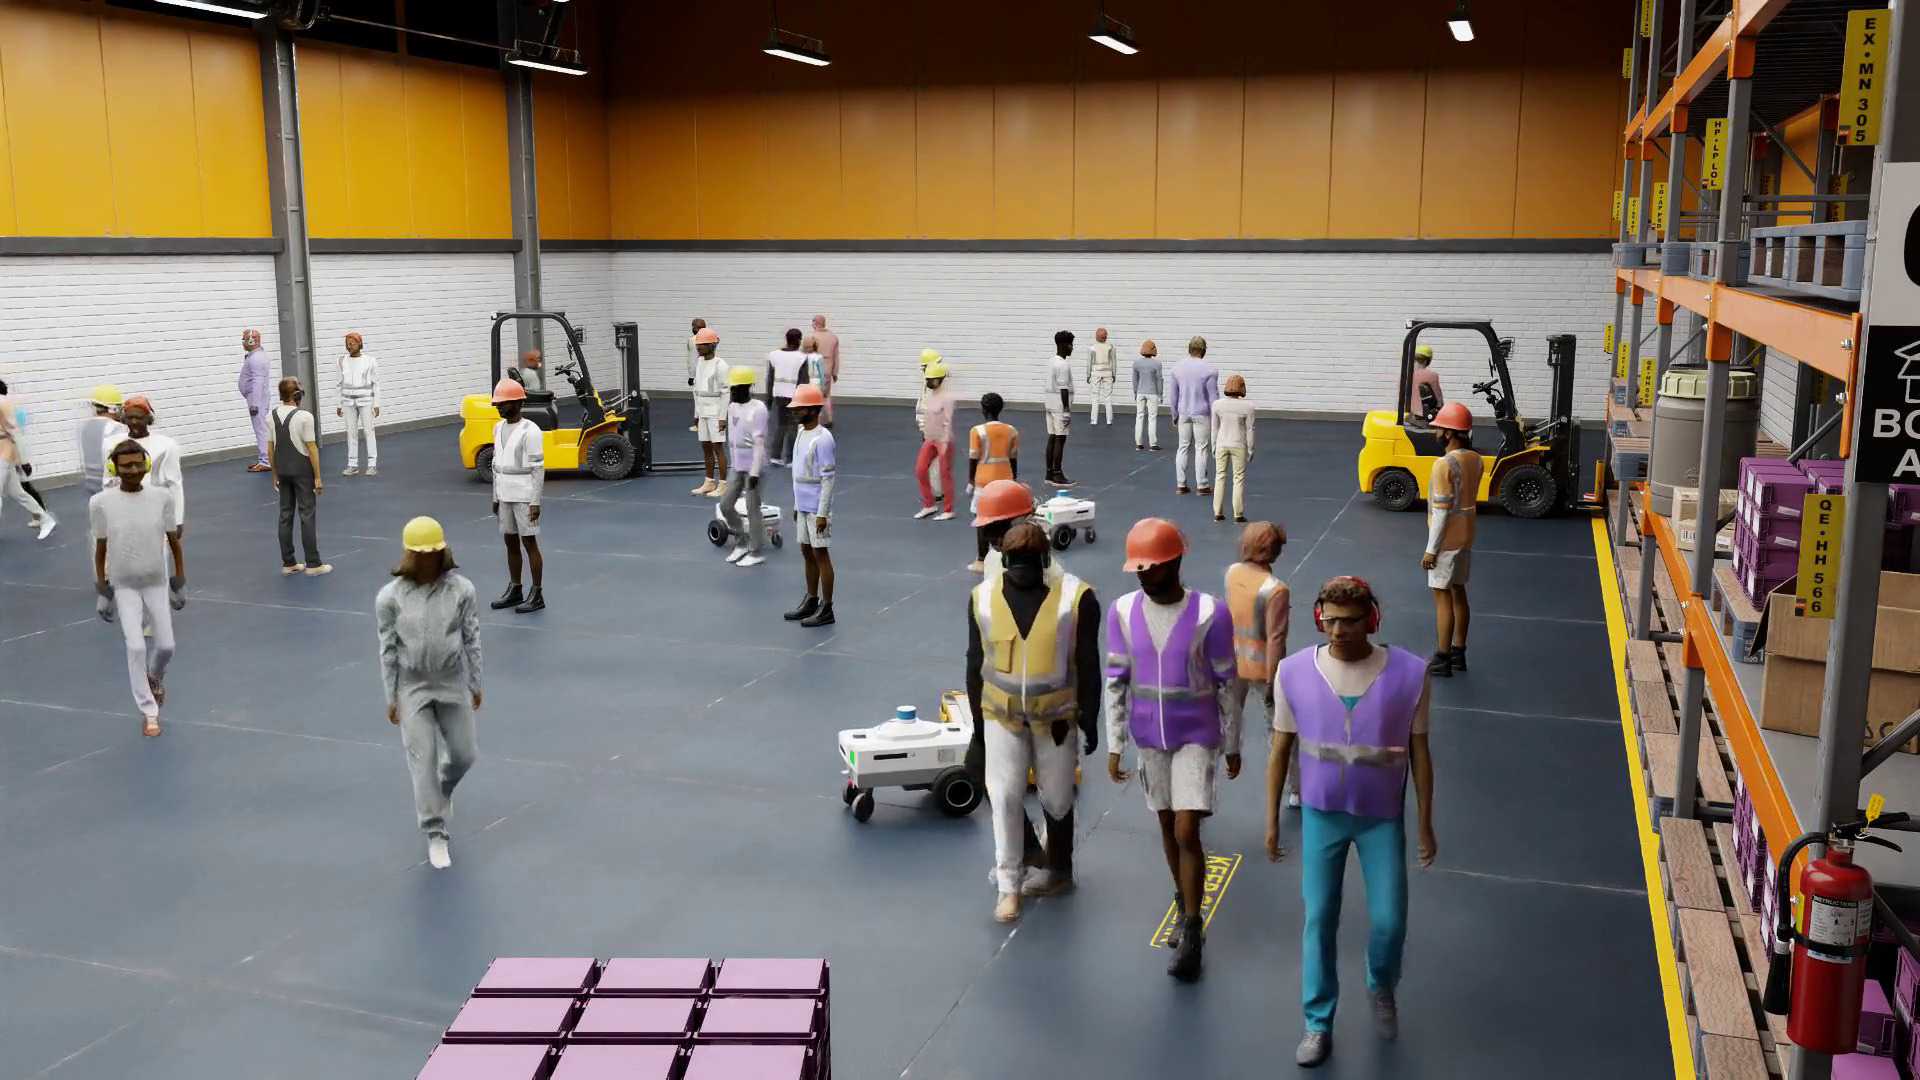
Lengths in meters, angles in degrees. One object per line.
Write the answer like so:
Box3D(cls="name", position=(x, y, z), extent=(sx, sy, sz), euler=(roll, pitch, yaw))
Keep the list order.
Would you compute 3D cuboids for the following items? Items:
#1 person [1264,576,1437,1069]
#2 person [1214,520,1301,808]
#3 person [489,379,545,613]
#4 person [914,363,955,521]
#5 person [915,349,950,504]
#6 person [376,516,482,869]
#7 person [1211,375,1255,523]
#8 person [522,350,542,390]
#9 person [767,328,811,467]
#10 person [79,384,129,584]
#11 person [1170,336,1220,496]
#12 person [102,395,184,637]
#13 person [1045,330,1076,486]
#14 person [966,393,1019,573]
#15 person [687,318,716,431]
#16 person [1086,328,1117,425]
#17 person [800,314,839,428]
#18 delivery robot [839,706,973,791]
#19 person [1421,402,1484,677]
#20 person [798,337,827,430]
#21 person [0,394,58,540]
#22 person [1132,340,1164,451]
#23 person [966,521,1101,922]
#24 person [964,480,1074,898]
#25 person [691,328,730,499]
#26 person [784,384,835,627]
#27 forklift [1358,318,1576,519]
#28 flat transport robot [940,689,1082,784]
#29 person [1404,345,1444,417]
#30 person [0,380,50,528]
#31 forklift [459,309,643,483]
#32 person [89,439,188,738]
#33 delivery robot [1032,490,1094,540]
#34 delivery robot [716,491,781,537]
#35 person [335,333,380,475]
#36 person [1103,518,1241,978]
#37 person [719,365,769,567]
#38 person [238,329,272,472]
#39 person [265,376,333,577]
Box3D(cls="person", position=(1.450, 1.032, 6.184), extent=(0.631, 1.832, 0.473), euler=(3, 11, 18))
Box3D(cls="person", position=(1.551, 0.680, 8.839), extent=(0.863, 1.595, 0.515), euler=(-6, 12, -31))
Box3D(cls="person", position=(-3.684, -0.365, 13.763), extent=(0.551, 1.936, 0.357), euler=(7, 12, 34))
Box3D(cls="person", position=(-0.283, -1.063, 18.242), extent=(0.523, 1.751, 0.526), euler=(-9, 14, -43))
Box3D(cls="person", position=(-0.320, -1.330, 19.527), extent=(0.403, 1.823, 0.586), euler=(2, 10, 13))
Box3D(cls="person", position=(-2.627, 0.719, 8.258), extent=(0.489, 1.726, 0.585), euler=(-6, 12, -29))
Box3D(cls="person", position=(2.981, -0.995, 18.197), extent=(0.493, 1.624, 0.280), euler=(5, 11, 25))
Box3D(cls="person", position=(-5.877, -1.804, 22.810), extent=(0.390, 1.611, 0.508), euler=(-4, 11, -21))
Box3D(cls="person", position=(-2.348, -1.923, 22.702), extent=(0.672, 1.896, 0.402), euler=(5, 11, 26))
Box3D(cls="person", position=(-7.403, -0.471, 14.705), extent=(0.627, 1.810, 0.641), euler=(6, 11, 28))
Box3D(cls="person", position=(2.845, -1.502, 20.168), extent=(0.635, 1.937, 0.353), euler=(7, 12, 33))
Box3D(cls="person", position=(-6.325, -0.181, 12.892), extent=(0.614, 1.876, 0.398), euler=(-1, 10, -7))
Box3D(cls="person", position=(1.264, -1.666, 21.015), extent=(0.364, 1.962, 0.611), euler=(-3, 10, -15))
Box3D(cls="person", position=(0.295, -0.521, 15.378), extent=(0.544, 1.678, 0.367), euler=(-7, 12, -33))
Box3D(cls="person", position=(-4.237, -2.693, 27.148), extent=(0.428, 1.842, 0.631), euler=(5, 11, 28))
Box3D(cls="person", position=(2.379, -2.743, 27.994), extent=(0.514, 1.642, 0.310), euler=(0, 10, 0))
Box3D(cls="person", position=(-2.336, -2.753, 27.330), extent=(0.665, 1.897, 0.479), euler=(-8, 13, -37))
Box3D(cls="delivery robot", position=(-0.288, 1.135, 8.945), extent=(0.707, 0.478, 0.477), euler=(-2, 10, -14))
Box3D(cls="person", position=(3.438, -0.004, 11.721), extent=(0.347, 1.943, 0.545), euler=(9, 14, 42))
Box3D(cls="person", position=(-2.304, -2.309, 25.586), extent=(0.535, 1.620, 0.538), euler=(10, 14, 44))
Box3D(cls="person", position=(-9.655, -0.870, 16.834), extent=(0.643, 1.870, 0.966), euler=(7, 12, 35))
Box3D(cls="person", position=(2.782, -2.135, 24.582), extent=(0.502, 1.636, 0.280), euler=(7, 12, 35))
Box3D(cls="person", position=(0.348, 0.782, 7.668), extent=(0.642, 1.819, 0.709), euler=(2, 10, 12))
Box3D(cls="person", position=(0.304, 0.694, 7.736), extent=(0.536, 1.957, 0.738), euler=(-7, 12, -33))
Box3D(cls="person", position=(-3.015, -1.517, 19.958), extent=(0.378, 2.041, 0.616), euler=(-9, 14, -42))
Box3D(cls="person", position=(-1.196, -0.278, 13.277), extent=(0.361, 1.938, 0.545), euler=(-6, 12, -30))
Box3D(cls="forklift", position=(5.787, -1.437, 19.079), extent=(2.313, 2.155, 1.214), euler=(3, 11, 19))
Box3D(cls="flat transport robot", position=(0.275, 1.150, 9.926), extent=(0.652, 0.197, 1.431), euler=(-1, 10, -7))
Box3D(cls="person", position=(6.069, -1.657, 21.626), extent=(0.759, 1.738, 0.533), euler=(-6, 12, -32))
Box3D(cls="person", position=(-10.055, -0.899, 17.587), extent=(0.581, 1.647, 0.840), euler=(3, 11, 18))
Box3D(cls="forklift", position=(-5.354, -1.902, 21.697), extent=(2.313, 2.155, 1.214), euler=(-2, 10, -13))
Box3D(cls="person", position=(-5.142, 0.279, 10.414), extent=(0.525, 1.844, 0.635), euler=(-7, 12, -33))
Box3D(cls="delivery robot", position=(1.033, -0.261, 16.808), extent=(0.707, 0.478, 0.477), euler=(-10, 14, -43))
Box3D(cls="delivery robot", position=(-2.131, -0.248, 16.737), extent=(0.707, 0.478, 0.477), euler=(9, 14, 42))
Box3D(cls="person", position=(-7.938, -1.787, 21.926), extent=(0.584, 1.882, 0.345), euler=(0, 10, 3))
Box3D(cls="person", position=(0.854, 0.855, 6.991), extent=(0.561, 1.900, 0.792), euler=(5, 11, 27))
Box3D(cls="person", position=(-2.037, -0.689, 15.654), extent=(0.592, 1.912, 0.443), euler=(10, 14, 43))
Box3D(cls="person", position=(-9.453, -1.868, 22.319), extent=(0.409, 1.909, 0.642), euler=(-3, 11, -19))
Box3D(cls="person", position=(-6.079, -0.580, 15.242), extent=(0.505, 1.846, 0.346), euler=(2, 10, 14))
